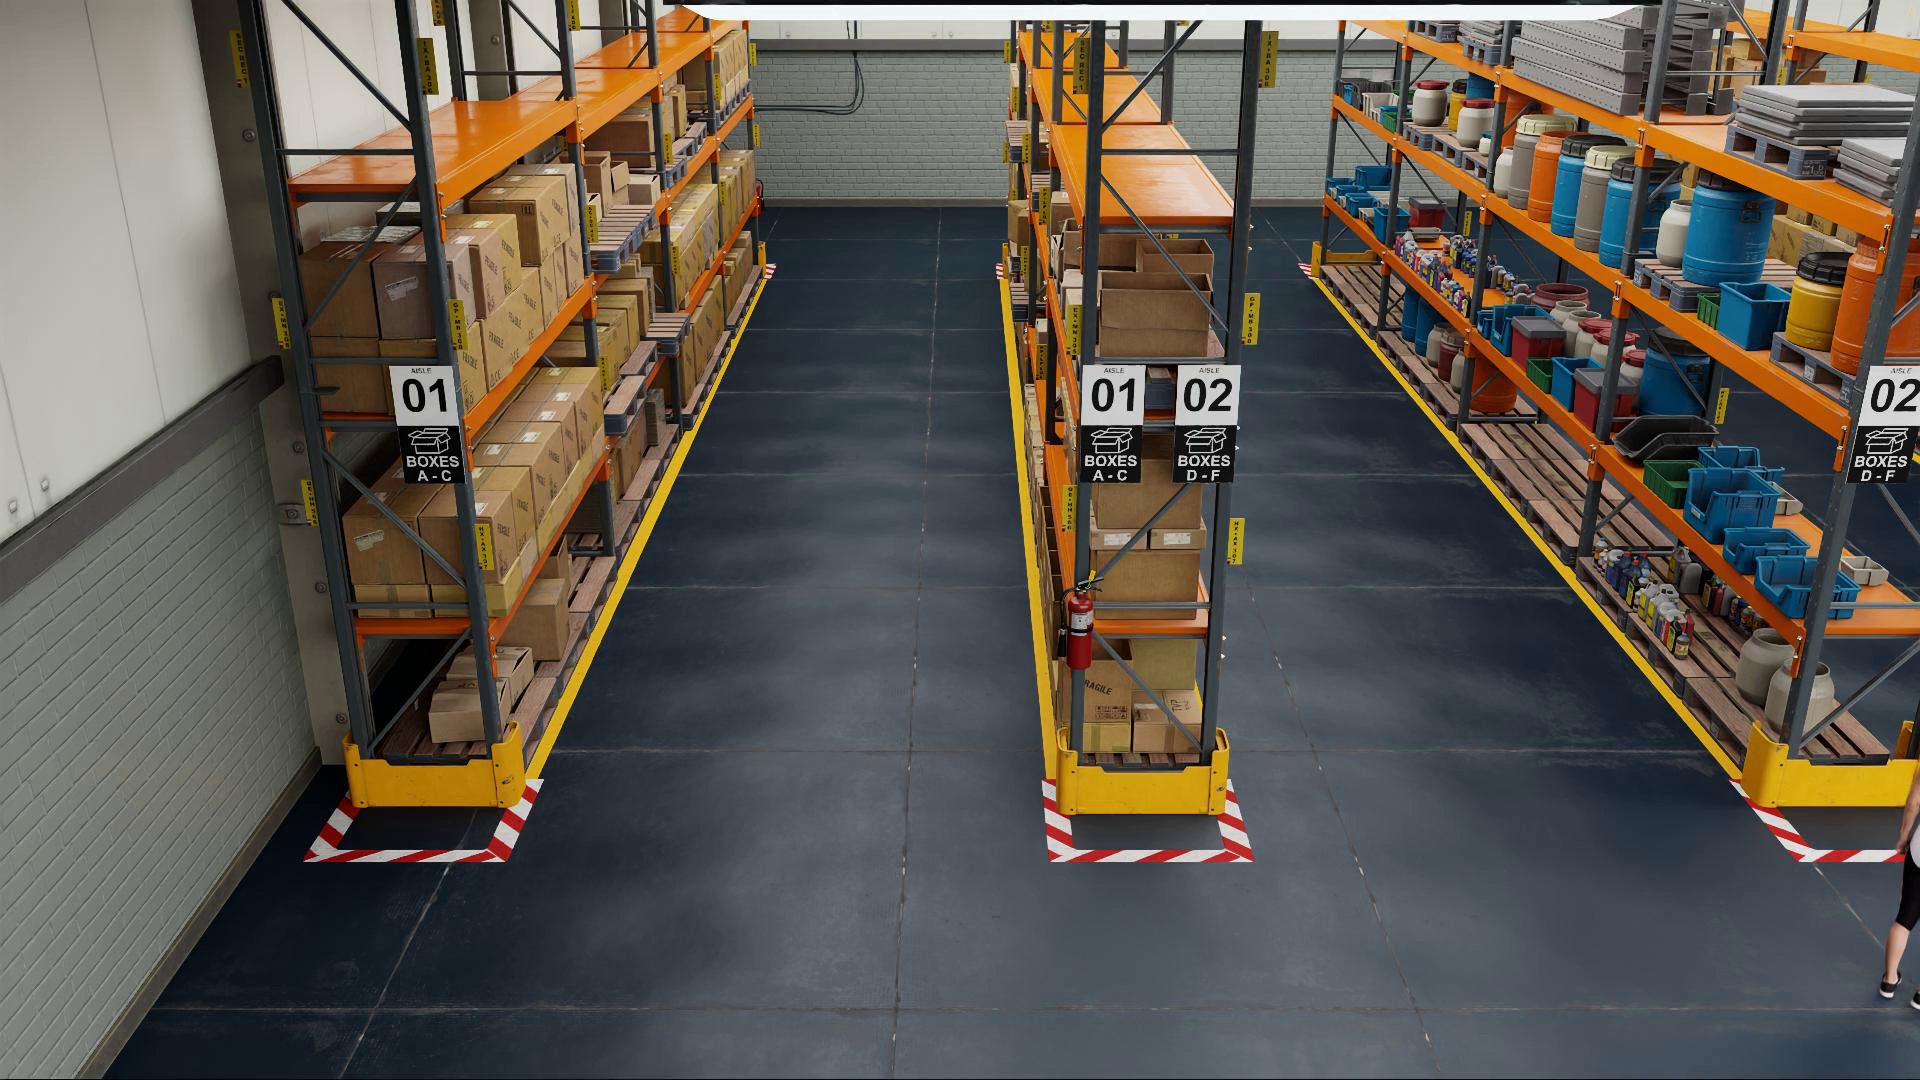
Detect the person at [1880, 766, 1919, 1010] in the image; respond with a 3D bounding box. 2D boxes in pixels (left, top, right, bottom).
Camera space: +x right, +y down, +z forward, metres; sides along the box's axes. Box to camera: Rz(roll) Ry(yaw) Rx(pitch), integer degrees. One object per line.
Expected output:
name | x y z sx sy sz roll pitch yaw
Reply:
person | 5.518 1.821 9.381 0.746 1.786 0.675 -19 29 -39
